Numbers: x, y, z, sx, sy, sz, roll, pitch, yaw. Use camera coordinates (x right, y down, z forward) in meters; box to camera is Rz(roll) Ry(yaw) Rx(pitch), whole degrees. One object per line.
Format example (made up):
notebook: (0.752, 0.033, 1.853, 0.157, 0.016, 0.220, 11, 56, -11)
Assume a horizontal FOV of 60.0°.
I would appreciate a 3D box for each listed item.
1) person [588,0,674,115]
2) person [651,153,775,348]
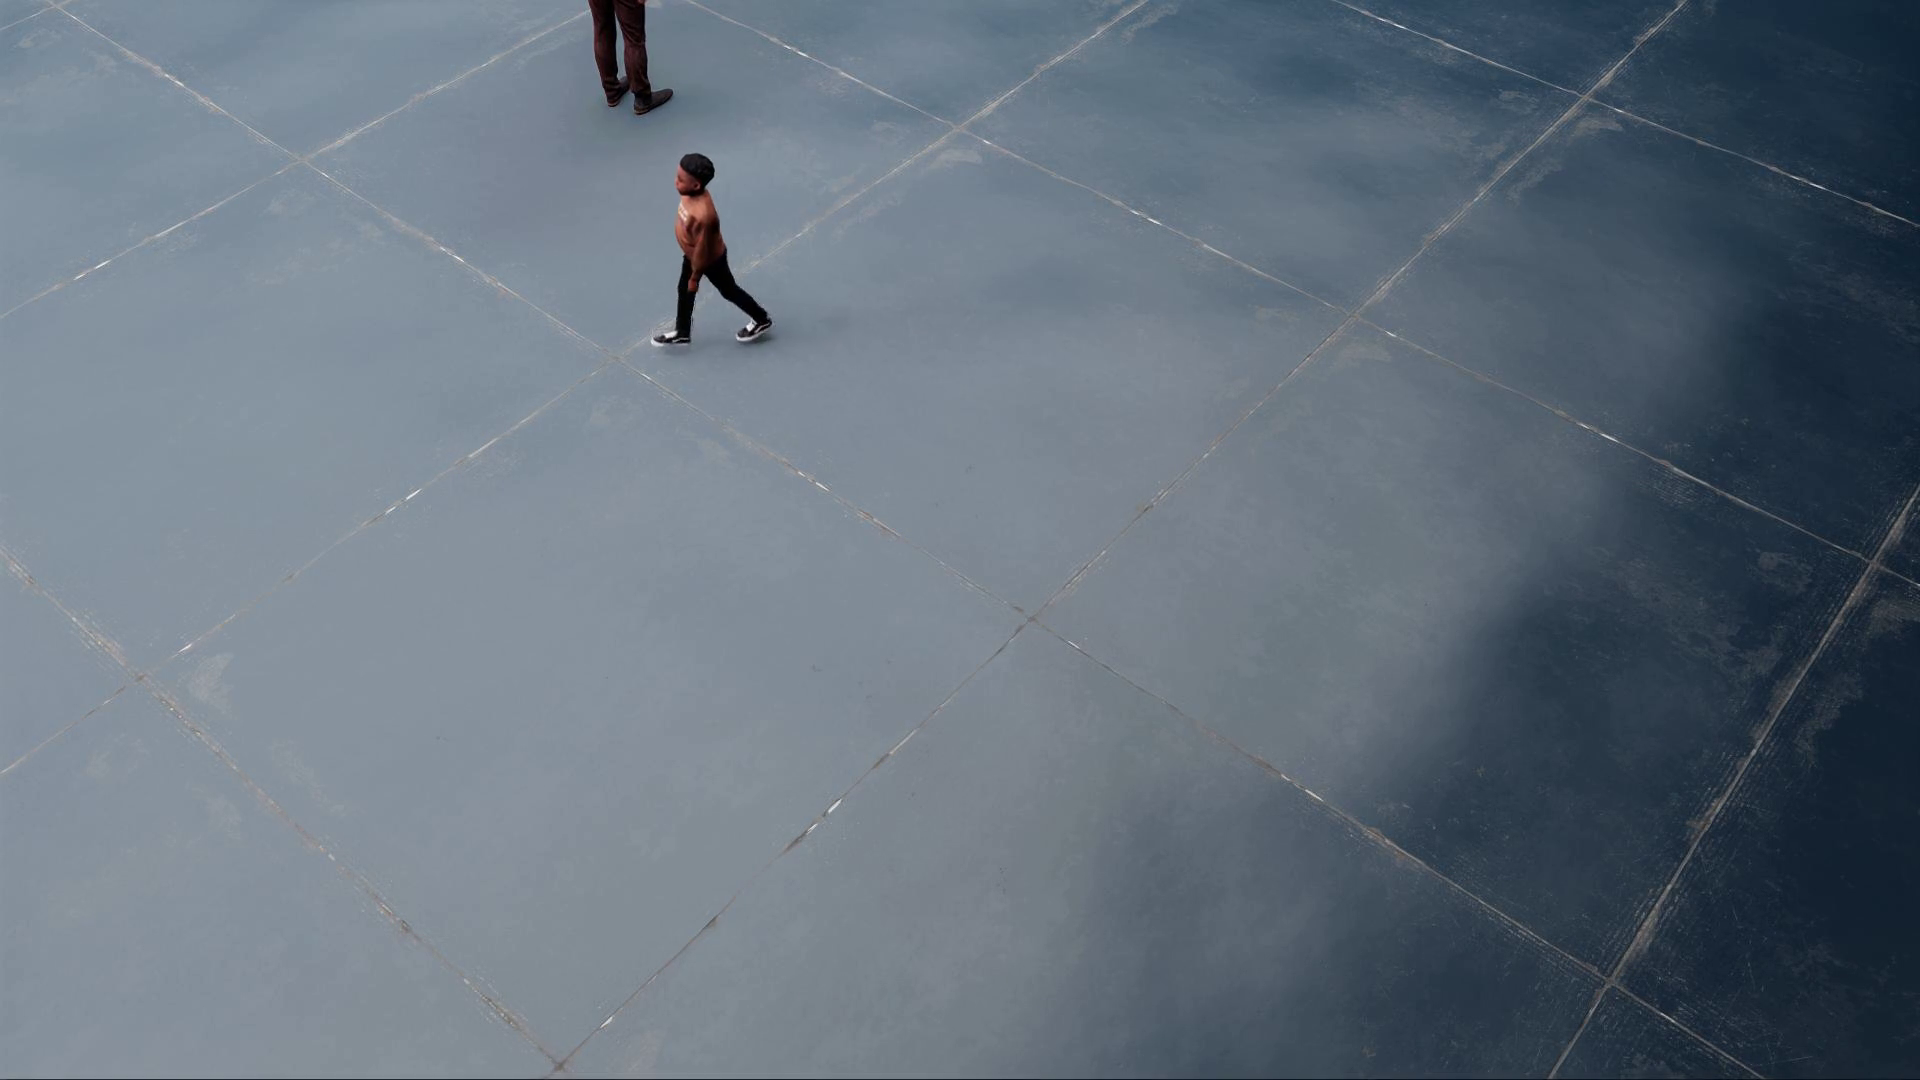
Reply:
person: (-2.203, -3.563, 10.470, 0.739, 1.866, 0.690, 20, 50, 17)
person: (-1.312, -1.542, 9.037, 0.984, 1.226, 0.793, -16, 49, -14)
